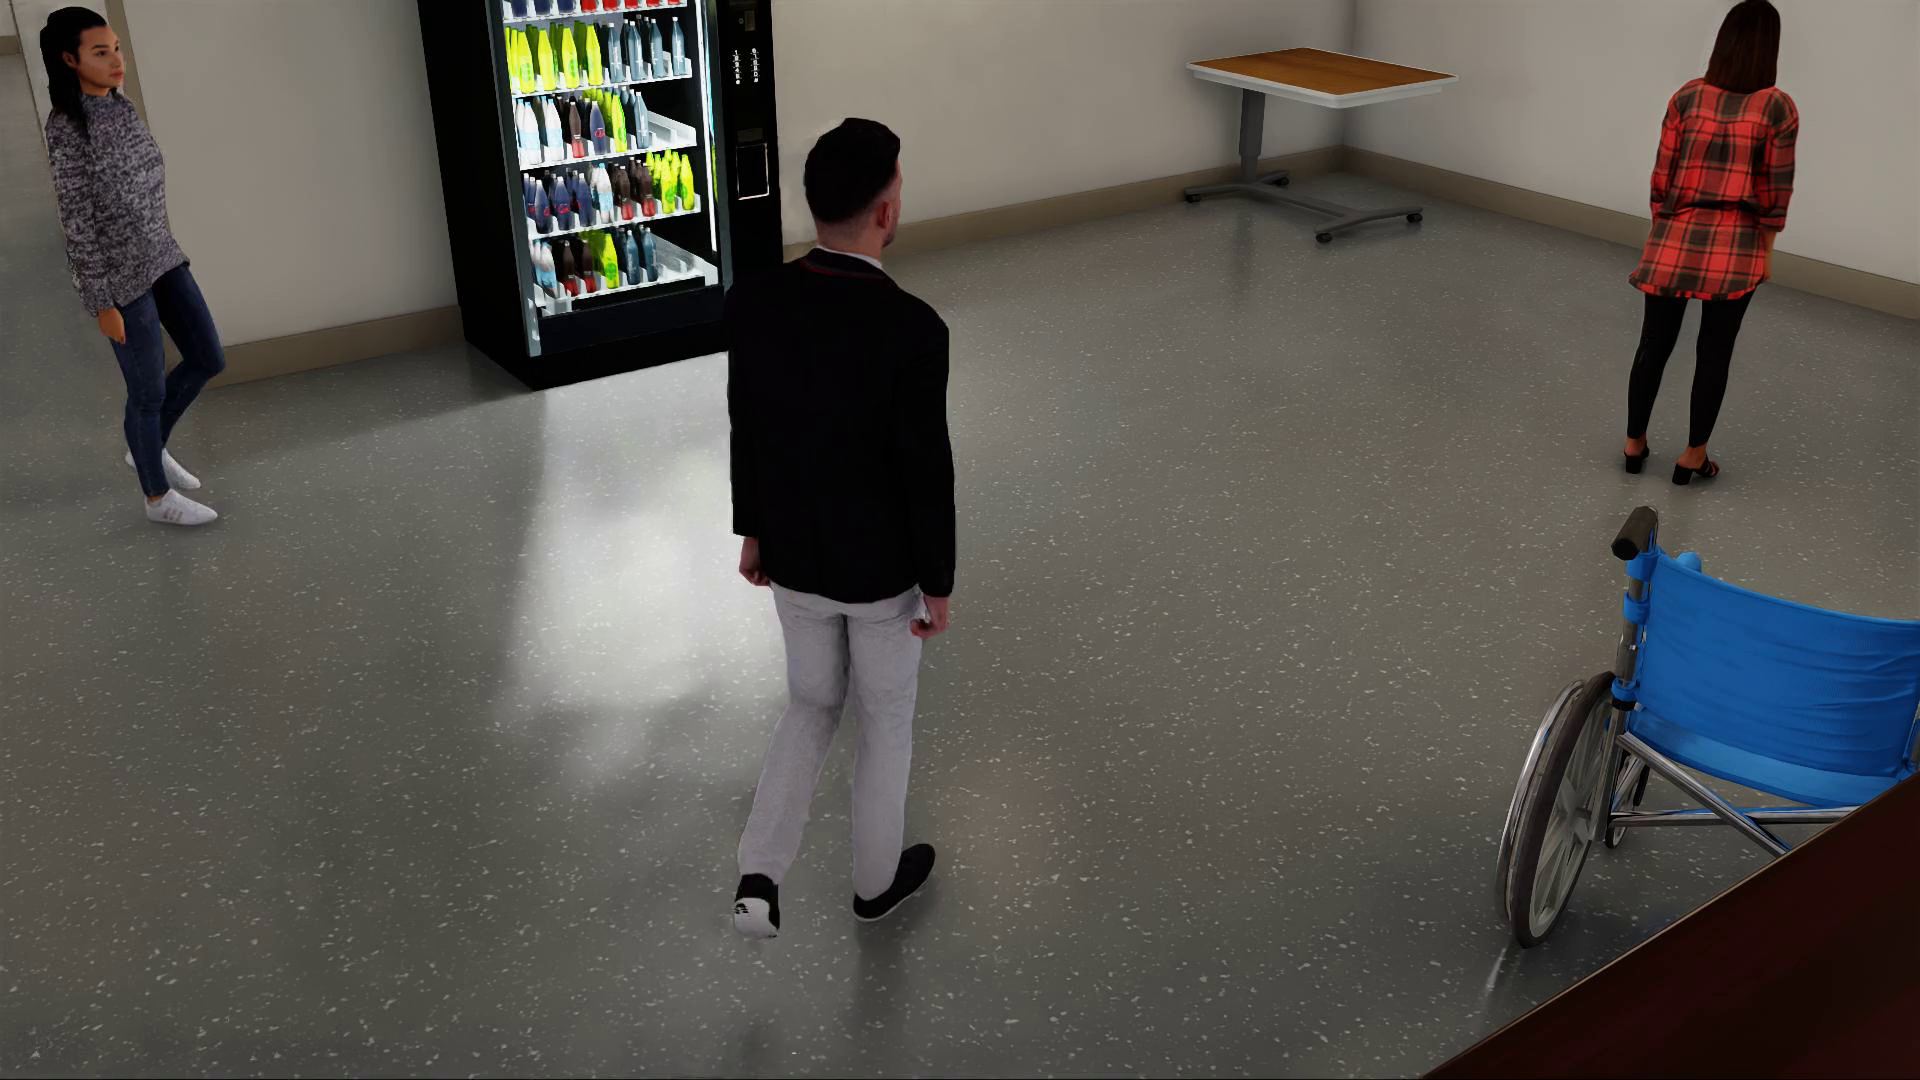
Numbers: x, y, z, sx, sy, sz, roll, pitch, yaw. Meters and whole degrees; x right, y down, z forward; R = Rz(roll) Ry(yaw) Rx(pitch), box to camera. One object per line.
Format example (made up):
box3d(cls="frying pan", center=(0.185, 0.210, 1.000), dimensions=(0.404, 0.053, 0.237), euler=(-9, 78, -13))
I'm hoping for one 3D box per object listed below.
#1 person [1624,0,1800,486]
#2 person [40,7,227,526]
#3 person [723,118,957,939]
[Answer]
box3d(cls="person", center=(2.622, -1.026, 5.851), dimensions=(0.667, 1.700, 0.628), euler=(21, 33, 36))
box3d(cls="person", center=(-2.814, -0.868, 5.501), dimensions=(0.826, 1.720, 0.769), euler=(4, 26, 7))
box3d(cls="person", center=(-0.284, 0.092, 3.390), dimensions=(0.923, 1.826, 1.039), euler=(11, 28, 22))
